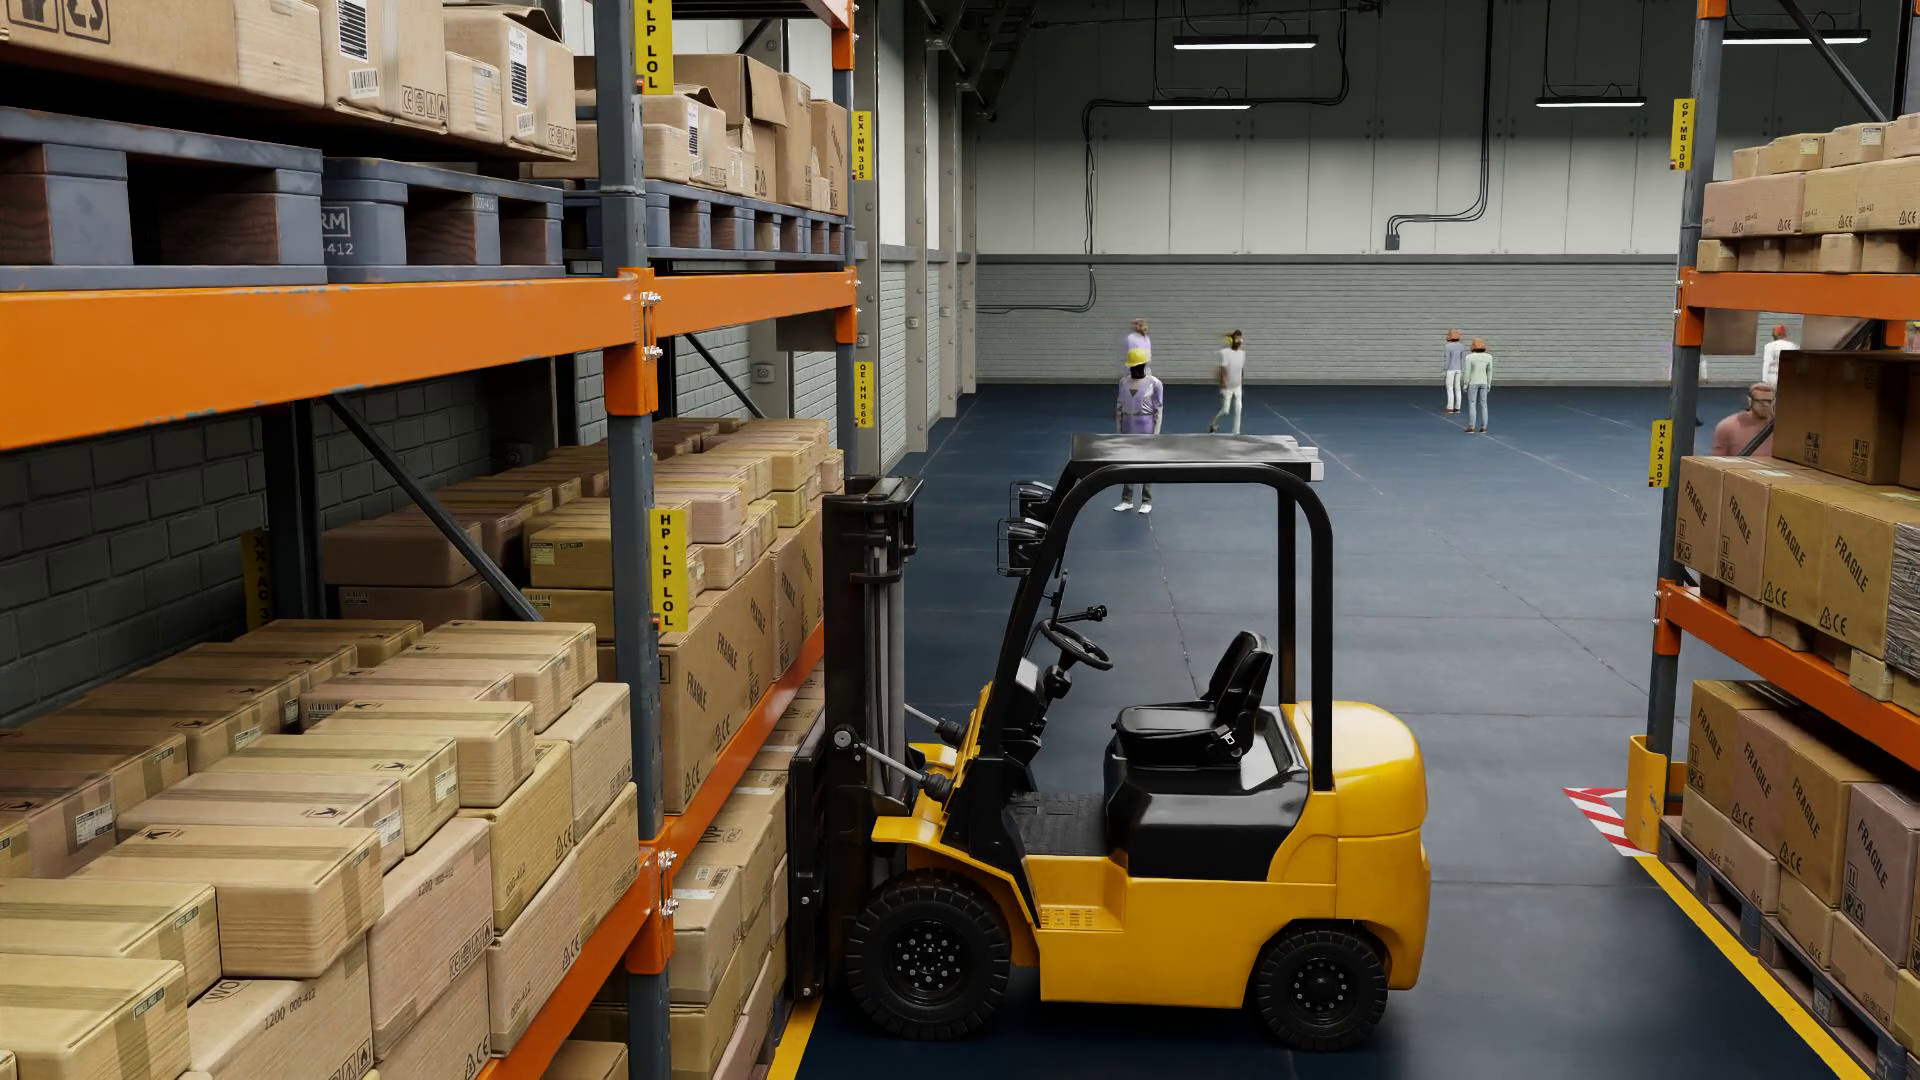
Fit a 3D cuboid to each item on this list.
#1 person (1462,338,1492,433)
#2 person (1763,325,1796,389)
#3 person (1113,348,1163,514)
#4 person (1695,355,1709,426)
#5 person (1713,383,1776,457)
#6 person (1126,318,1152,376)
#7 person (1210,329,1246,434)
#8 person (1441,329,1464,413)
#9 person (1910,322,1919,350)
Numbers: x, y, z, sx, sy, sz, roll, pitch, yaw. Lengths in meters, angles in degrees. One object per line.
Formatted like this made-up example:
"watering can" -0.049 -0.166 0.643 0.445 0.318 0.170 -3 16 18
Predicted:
"person" 8.865 -2.647 28.513 0.507 1.631 0.275 -2 10 -11
"person" 14.059 -2.785 28.720 0.577 1.832 0.990 0 9 -1
"person" 2.056 -1.265 19.281 0.585 1.917 0.381 7 11 35
"person" 12.839 -2.914 29.395 1.034 1.885 0.555 -5 11 -28
"person" 6.625 -0.359 13.861 0.679 1.887 0.540 2 10 12
"person" 3.352 -3.178 30.951 0.447 1.892 0.647 9 13 44
"person" 4.339 -2.467 26.779 0.536 1.851 0.706 -5 10 -26
"person" 9.584 -3.283 32.365 0.504 1.632 0.269 -6 11 -31
"person" 20.183 -3.812 35.218 0.493 1.749 0.542 6 11 33
